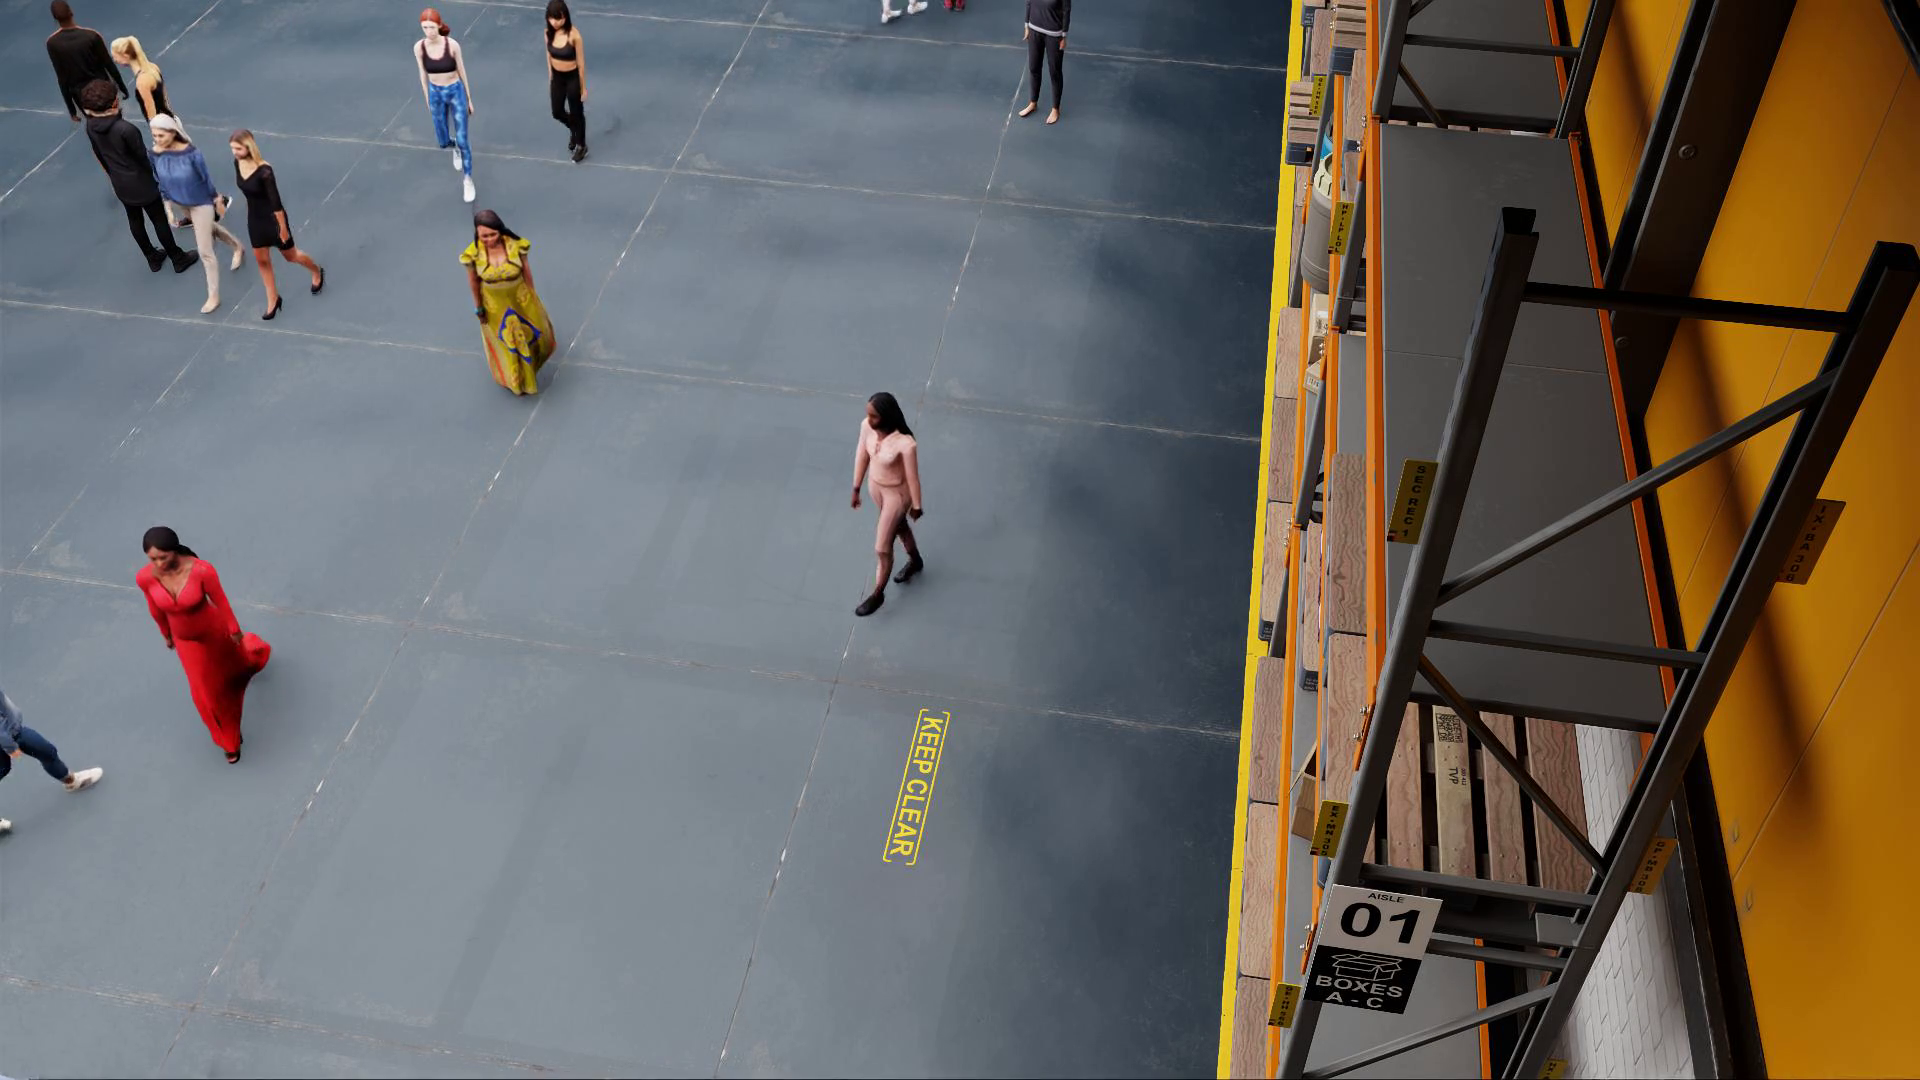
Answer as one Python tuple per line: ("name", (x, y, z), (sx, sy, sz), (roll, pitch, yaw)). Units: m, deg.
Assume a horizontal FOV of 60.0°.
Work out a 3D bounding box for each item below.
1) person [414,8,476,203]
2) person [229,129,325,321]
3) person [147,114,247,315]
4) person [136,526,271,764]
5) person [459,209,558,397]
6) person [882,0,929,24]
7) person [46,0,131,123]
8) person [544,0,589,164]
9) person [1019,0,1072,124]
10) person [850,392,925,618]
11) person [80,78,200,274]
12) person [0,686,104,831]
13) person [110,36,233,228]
("person", (-4.573, -3.950, 14.933), (0.721, 1.773, 0.926), (-6, 44, -7))
("person", (-5.598, -2.627, 13.620), (0.757, 1.658, 0.963), (20, 47, 20))
("person", (-6.326, -2.821, 13.840), (0.618, 1.647, 1.174), (6, 44, 6))
("person", (-4.633, 0.519, 10.252), (0.895, 1.759, 1.169), (-9, 44, -10))
("person", (-3.513, -1.880, 12.853), (0.985, 1.645, 1.054), (-17, 46, -17))
("person", (-0.742, -6.231, 17.389), (0.791, 1.680, 0.908), (29, 51, 27))
("person", (-7.736, -3.908, 14.895), (1.053, 1.755, 1.288), (-14, 45, -15))
("person", (-3.578, -4.287, 15.385), (0.598, 1.629, 0.644), (15, 46, 15))
("person", (0.830, -4.867, 15.892), (0.671, 1.768, 0.631), (20, 47, 20))
("person", (-0.399, -0.345, 11.199), (0.940, 1.694, 1.059), (35, 53, 31))
("person", (-6.938, -3.033, 13.958), (0.606, 1.781, 0.577), (8, 44, 8))
("person", (-5.732, 1.162, 9.792), (0.912, 1.453, 1.081), (32, 52, 29))
("person", (-6.817, -3.543, 14.457), (0.853, 1.831, 0.840), (-7, 44, -7))
